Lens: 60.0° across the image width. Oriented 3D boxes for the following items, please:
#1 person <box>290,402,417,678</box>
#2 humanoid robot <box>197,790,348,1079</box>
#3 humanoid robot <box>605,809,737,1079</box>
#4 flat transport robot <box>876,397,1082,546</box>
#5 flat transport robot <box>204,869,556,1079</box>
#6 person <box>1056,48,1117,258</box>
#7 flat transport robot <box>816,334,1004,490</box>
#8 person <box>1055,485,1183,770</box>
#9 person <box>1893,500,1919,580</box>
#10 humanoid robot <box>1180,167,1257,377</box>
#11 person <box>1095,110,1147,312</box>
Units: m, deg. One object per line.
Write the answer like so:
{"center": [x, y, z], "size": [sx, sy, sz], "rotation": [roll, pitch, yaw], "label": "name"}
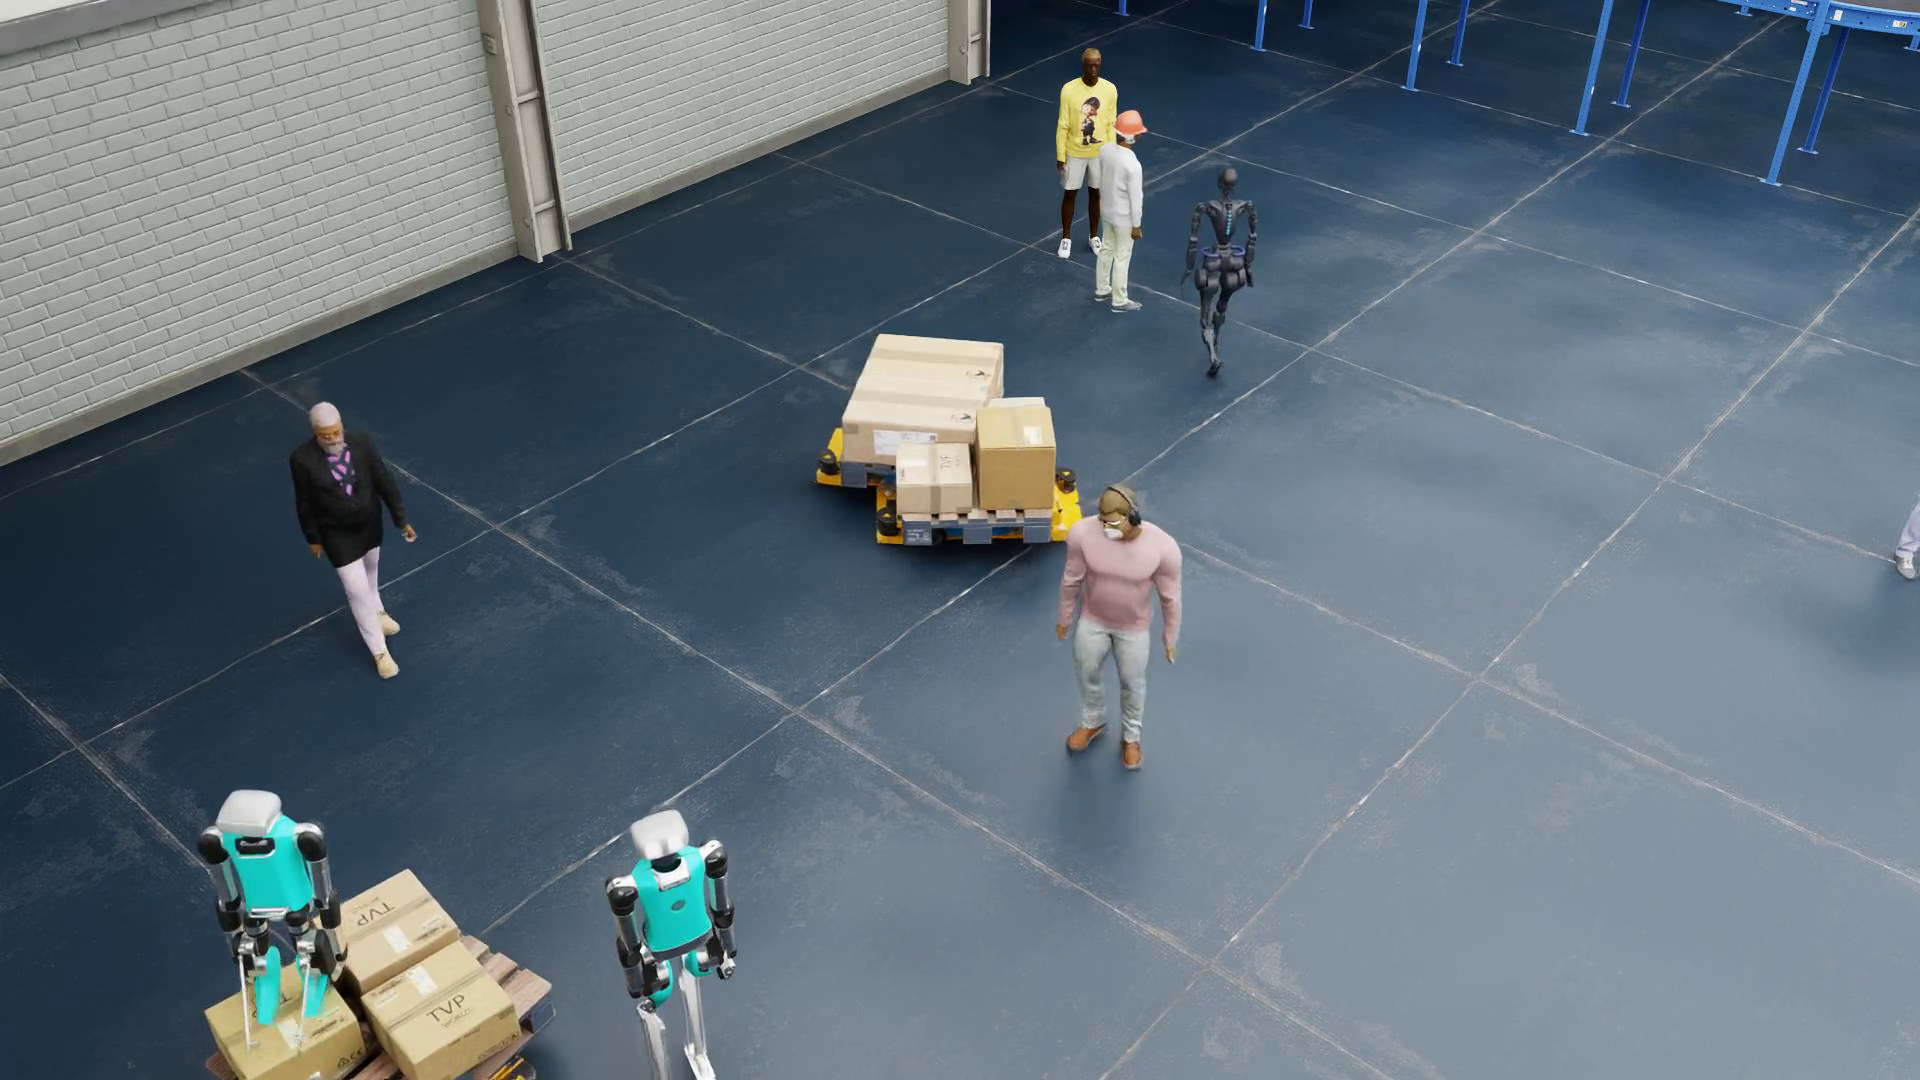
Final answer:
{"center": [-3.643, -0.044, 10.109], "size": [0.572, 1.812, 0.847], "rotation": [-28, 44, -33], "label": "person"}
{"center": [-3.012, 1.946, 7.359], "size": [0.534, 1.753, 0.731], "rotation": [-2, 36, -3], "label": "humanoid robot"}
{"center": [-1.331, 1.831, 7.564], "size": [0.538, 1.822, 0.665], "rotation": [-18, 39, -23], "label": "humanoid robot"}
{"center": [0.127, -0.238, 11.722], "size": [1.431, 0.231, 0.659], "rotation": [-1, 35, -2], "label": "flat transport robot"}
{"center": [-2.708, 2.491, 7.890], "size": [1.431, 0.231, 0.659], "rotation": [21, 41, 27], "label": "flat transport robot"}
{"center": [1.122, -3.441, 14.815], "size": [0.544, 1.899, 0.377], "rotation": [-4, 36, -5], "label": "person"}
{"center": [-0.285, -0.601, 12.232], "size": [1.431, 0.231, 0.659], "rotation": [5, 36, 8], "label": "flat transport robot"}
{"center": [0.887, 0.470, 9.306], "size": [0.706, 1.922, 0.411], "rotation": [11, 37, 16], "label": "person"}
{"center": [6.581, -0.575, 10.846], "size": [0.583, 1.842, 0.393], "rotation": [-3, 36, -5], "label": "person"}
{"center": [2.077, -2.122, 13.198], "size": [0.592, 1.644, 0.746], "rotation": [-3, 36, -4], "label": "humanoid robot"}
{"center": [1.367, -2.768, 13.994], "size": [0.336, 1.749, 0.568], "rotation": [-18, 39, -23], "label": "person"}
